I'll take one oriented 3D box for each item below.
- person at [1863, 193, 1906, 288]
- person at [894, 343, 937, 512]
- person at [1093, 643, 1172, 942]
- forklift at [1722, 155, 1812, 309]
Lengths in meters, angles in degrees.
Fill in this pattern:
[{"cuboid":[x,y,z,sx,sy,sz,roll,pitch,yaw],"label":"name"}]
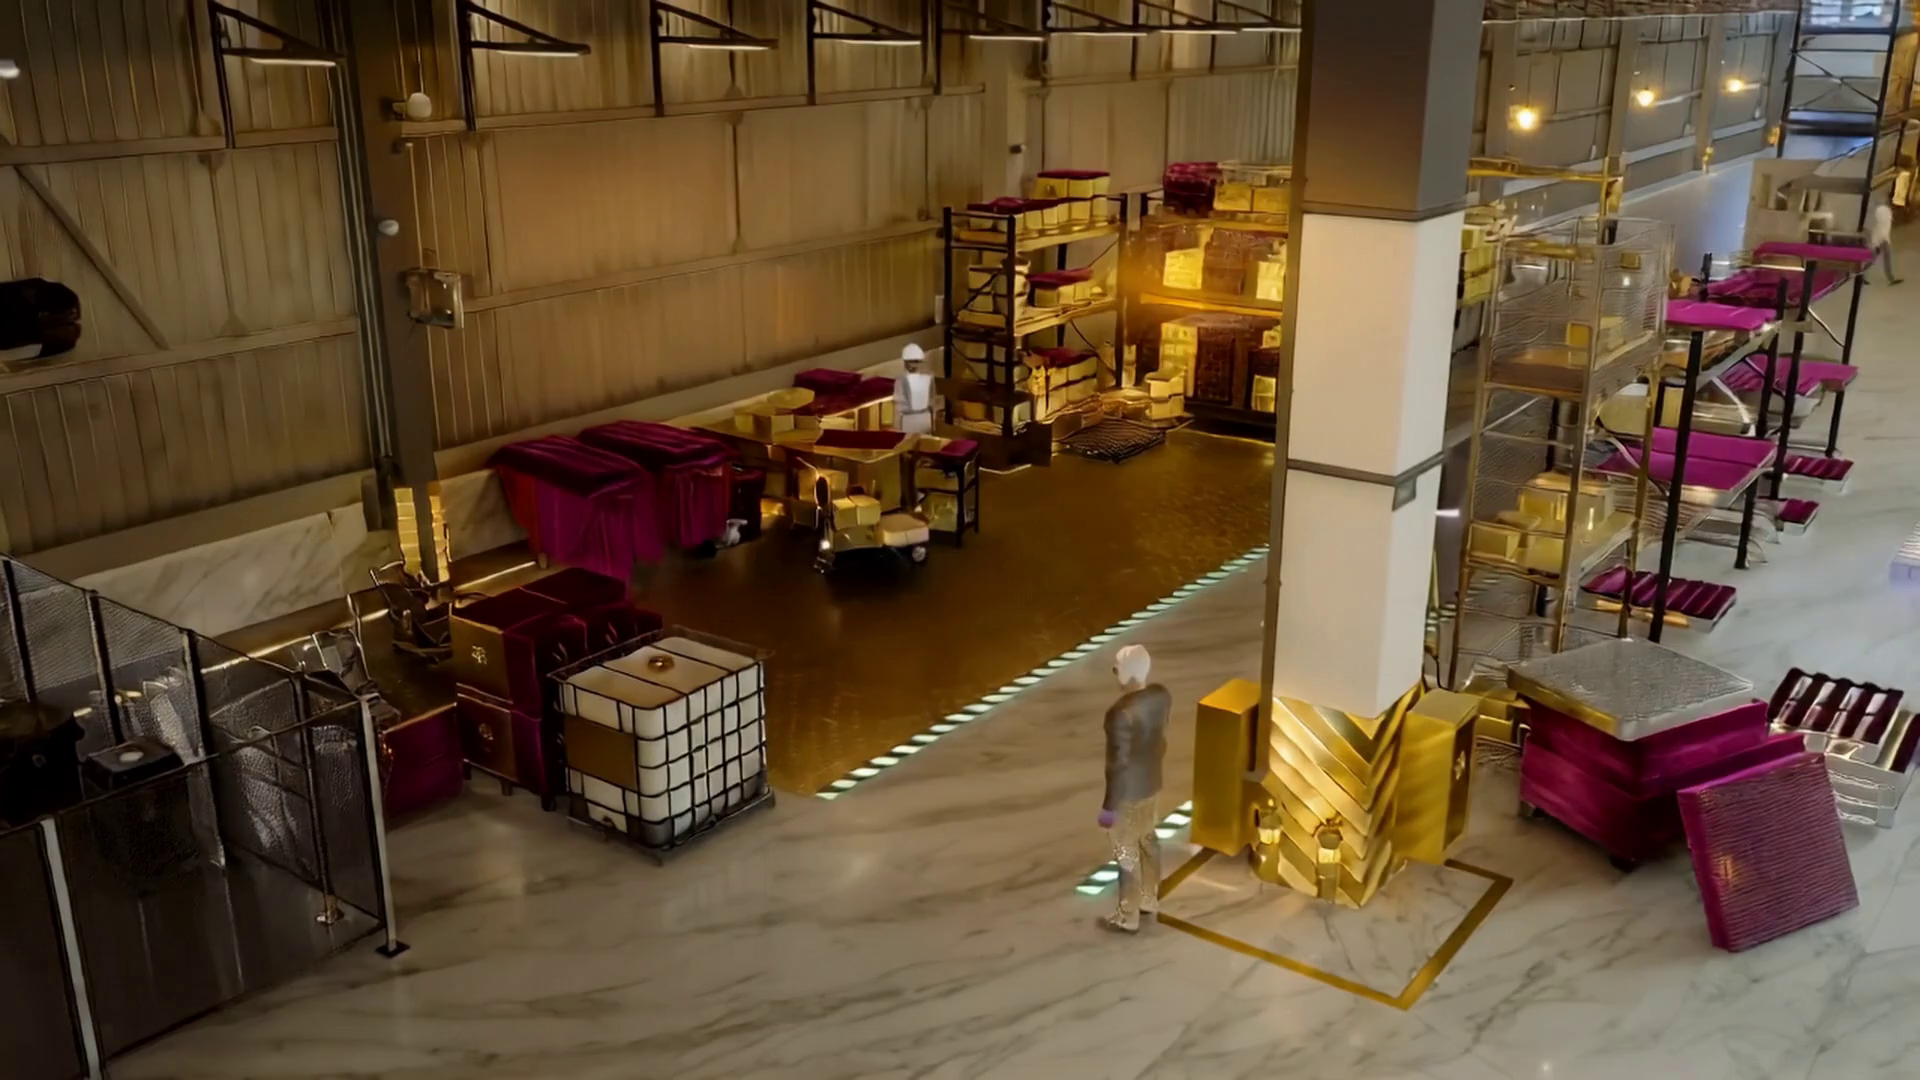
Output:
[{"cuboid":[18.887,-6.105,33.873,0.985,1.893,0.656,8,20,22],"label":"person"},{"cuboid":[-0.528,-1.288,19.048,0.547,1.942,0.351,-11,21,-30],"label":"person"},{"cuboid":[1.069,1.558,10.341,0.353,1.937,0.635,13,22,34],"label":"person"},{"cuboid":[15.456,-5.888,31.642,1.129,2.768,1.873,13,22,34],"label":"forklift"}]
